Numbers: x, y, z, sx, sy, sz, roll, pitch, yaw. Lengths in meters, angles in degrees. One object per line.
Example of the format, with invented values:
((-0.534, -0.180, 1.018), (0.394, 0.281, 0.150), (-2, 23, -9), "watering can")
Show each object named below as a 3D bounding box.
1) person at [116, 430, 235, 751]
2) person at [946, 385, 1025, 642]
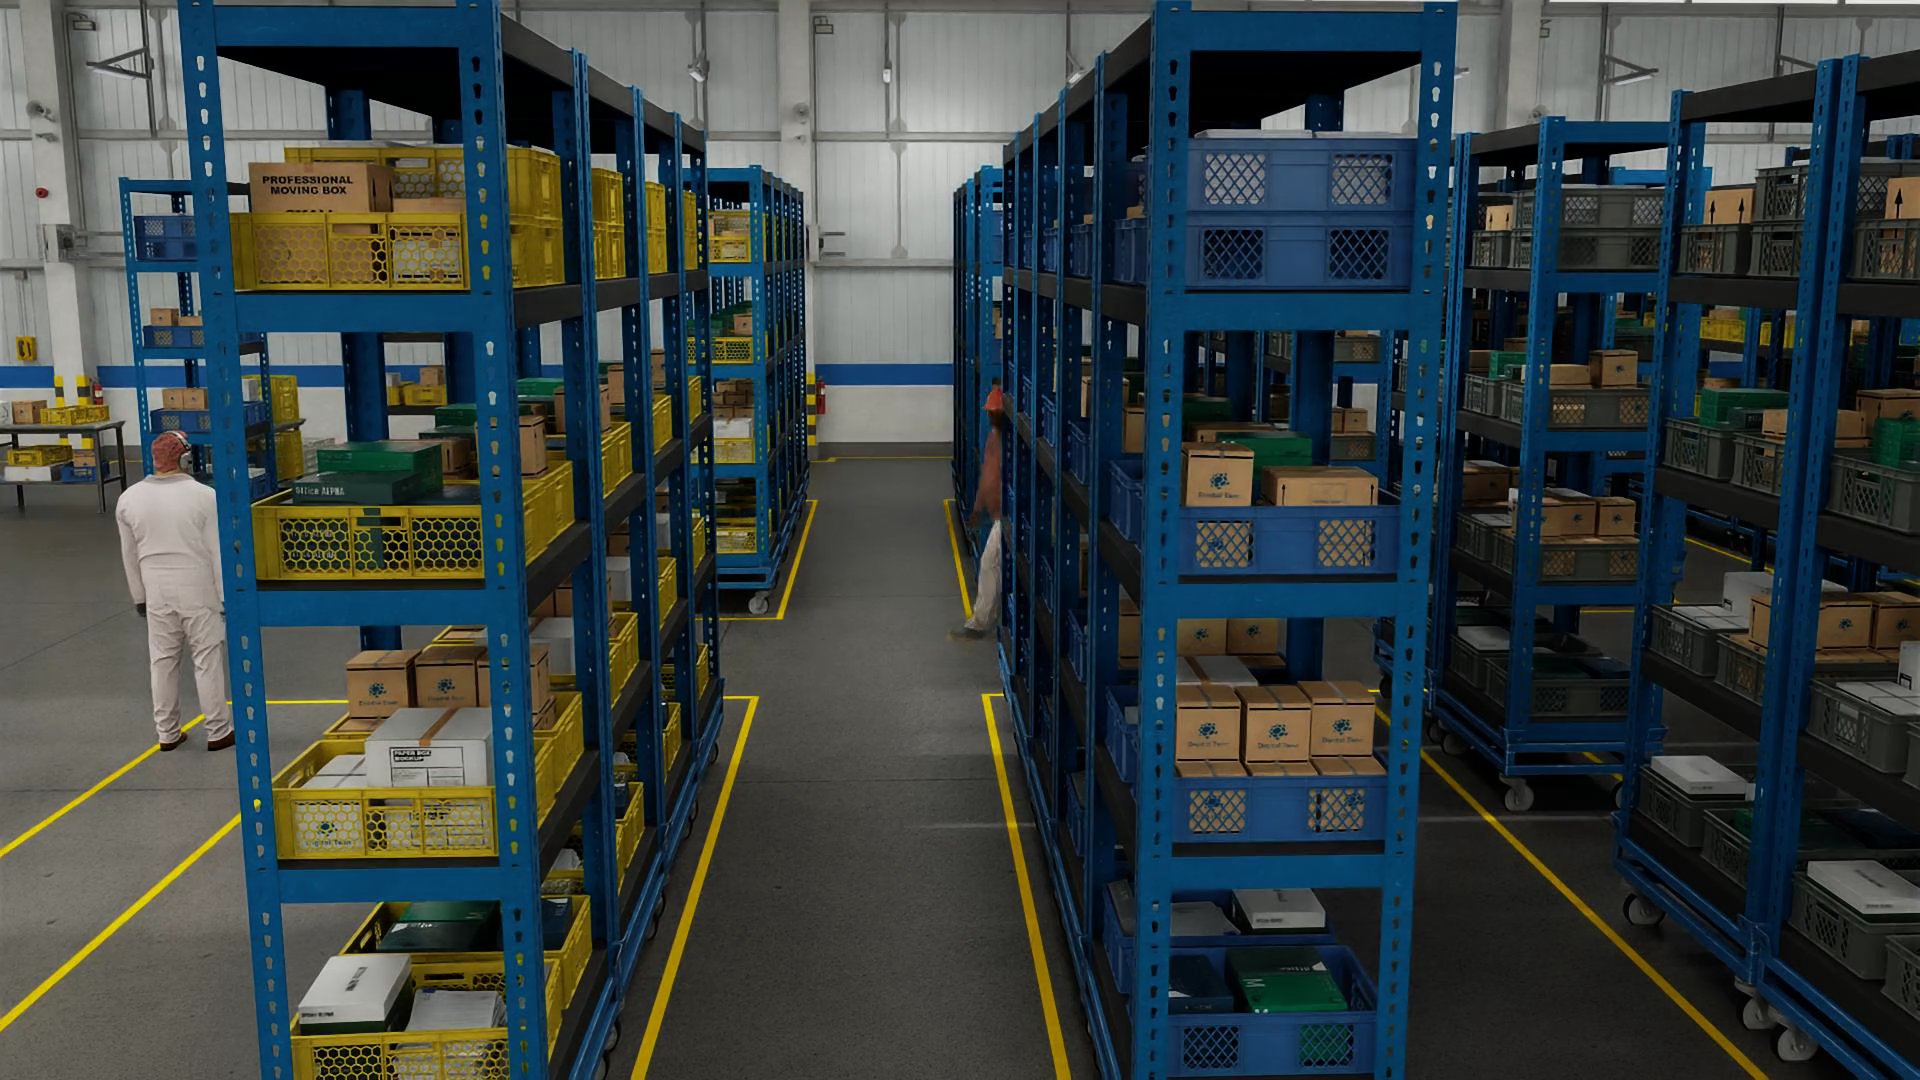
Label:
((-4.574, 0.307, 9.817), (0.641, 1.908, 0.409), (0, 10, 2), "person")
((0.391, -0.218, 12.708), (1.027, 1.949, 0.613), (-3, 11, -19), "person")
